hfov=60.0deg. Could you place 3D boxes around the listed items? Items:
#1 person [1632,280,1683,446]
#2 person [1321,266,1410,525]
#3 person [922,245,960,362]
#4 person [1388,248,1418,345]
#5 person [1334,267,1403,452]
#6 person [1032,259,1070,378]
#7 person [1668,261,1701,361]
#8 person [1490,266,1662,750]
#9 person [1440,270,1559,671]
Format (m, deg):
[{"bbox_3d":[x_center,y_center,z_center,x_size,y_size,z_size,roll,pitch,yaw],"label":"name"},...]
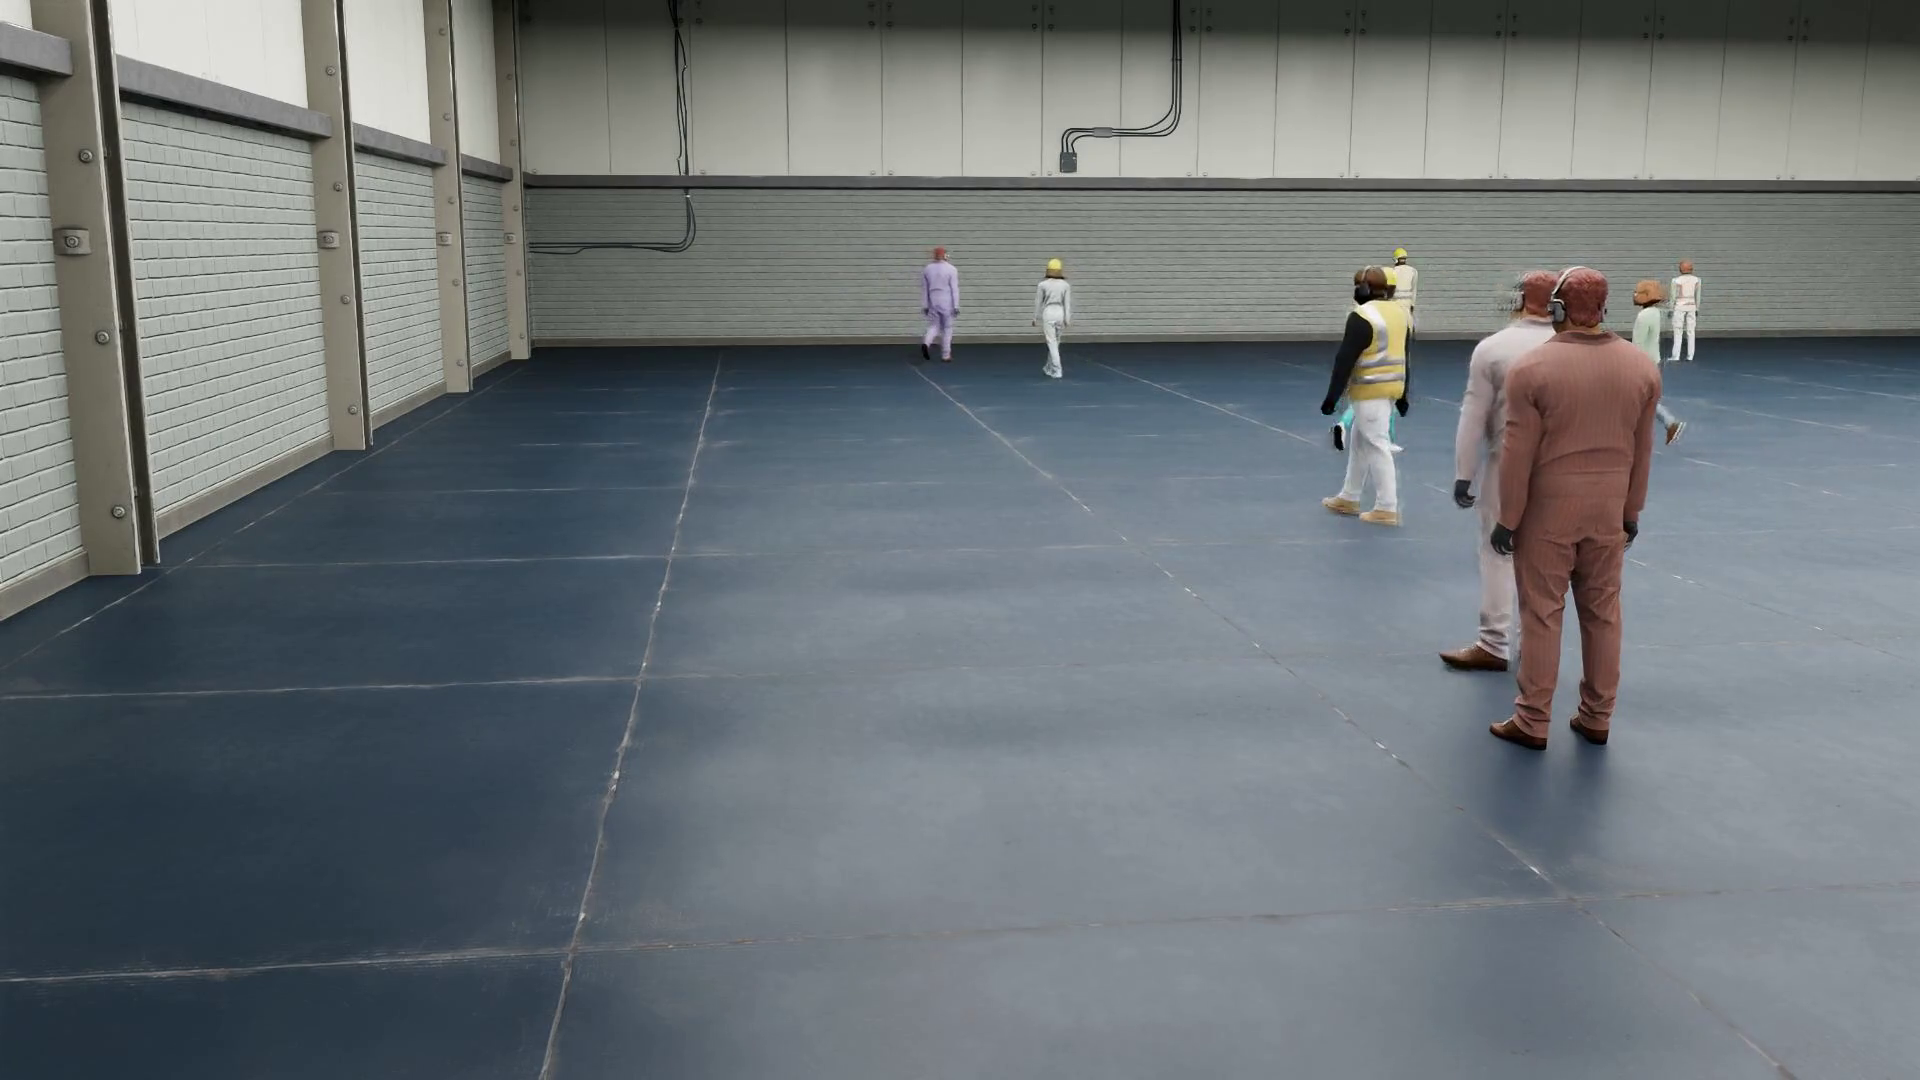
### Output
[{"bbox_3d":[6.607,-1.668,15.875,0.571,1.622,0.506,7,13,35],"label":"person"},{"bbox_3d":[2.843,-1.033,11.871,0.825,1.807,0.642,9,13,39],"label":"person"},{"bbox_3d":[-0.314,-3.786,26.744,0.649,1.890,0.564,7,12,33],"label":"person"},{"bbox_3d":[7.441,-4.019,28.179,0.589,1.832,0.404,-3,11,-15],"label":"person"},{"bbox_3d":[3.852,-1.663,15.502,0.724,1.740,0.525,-8,13,-39],"label":"person"},{"bbox_3d":[1.339,-3.198,24.052,0.498,1.696,0.896,-4,11,-19],"label":"person"},{"bbox_3d":[11.786,-3.721,27.081,0.517,1.636,0.314,-1,10,-4],"label":"person"},{"bbox_3d":[2.399,-0.118,6.585,0.639,1.909,0.409,-2,11,-11],"label":"person"},{"bbox_3d":[2.657,-0.323,7.870,0.763,1.874,0.530,-1,10,-3],"label":"person"}]
